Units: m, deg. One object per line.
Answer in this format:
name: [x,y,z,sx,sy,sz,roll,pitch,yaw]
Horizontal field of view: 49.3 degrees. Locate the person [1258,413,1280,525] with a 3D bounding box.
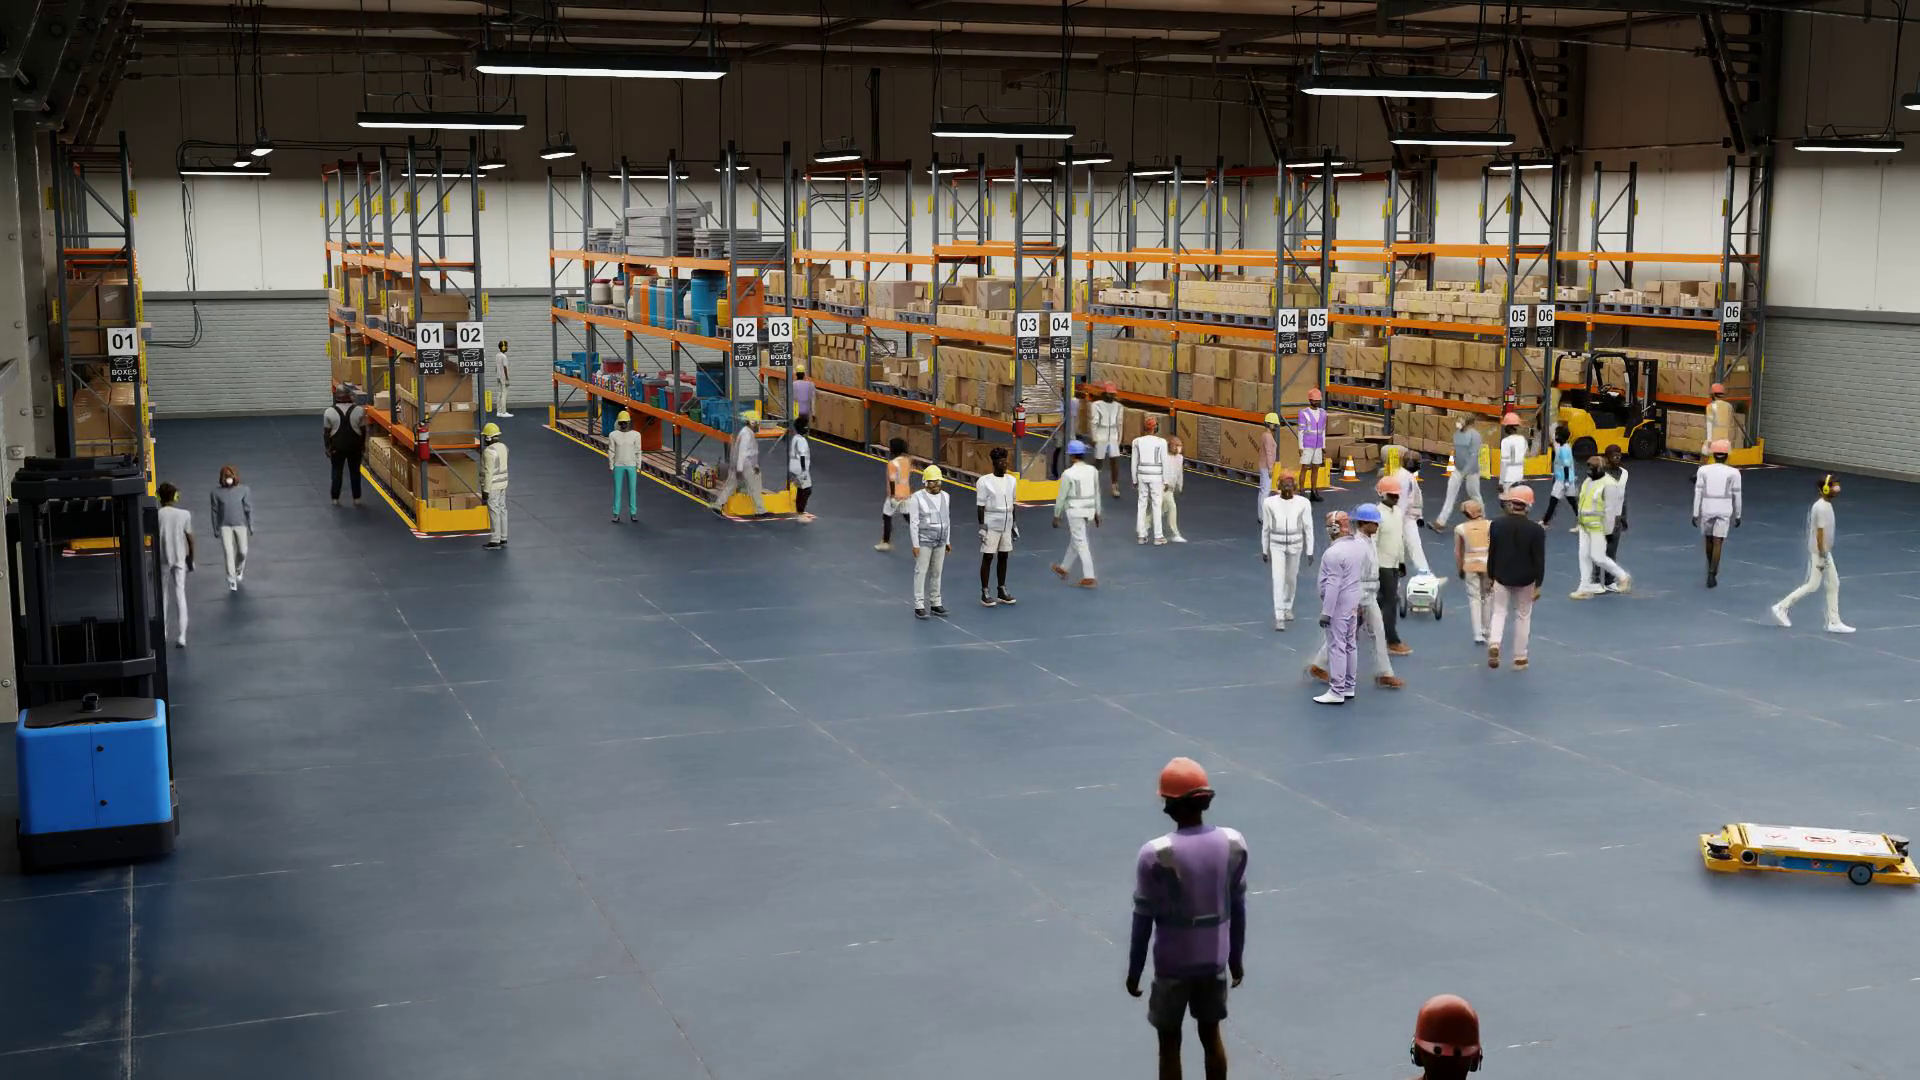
person: [4.854,-1.119,32.906,0.327,1.760,0.523,0,9,1]

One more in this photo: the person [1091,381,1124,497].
person: [2.547,-1.780,36.491,0.624,2.010,0.882,-2,9,-13]

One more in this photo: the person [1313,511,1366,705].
person: [3.716,0.655,20.605,0.408,1.903,0.638,6,10,34]

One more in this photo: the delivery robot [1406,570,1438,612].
delivery robot: [5.582,0.600,25.266,0.477,0.478,0.707,2,9,15]

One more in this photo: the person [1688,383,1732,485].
person: [13.483,-1.856,37.401,0.555,1.881,1.004,-3,9,-17]

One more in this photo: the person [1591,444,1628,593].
person: [8.292,-0.282,26.827,0.589,1.912,0.376,-5,10,-28]

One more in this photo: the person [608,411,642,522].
person: [-5.310,-1.173,33.239,0.525,1.769,0.327,-1,9,-8]

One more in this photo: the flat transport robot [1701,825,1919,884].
flat transport robot: [6.204,2.280,15.320,1.431,0.197,0.652,2,9,15]

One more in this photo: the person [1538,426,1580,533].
person: [9.166,-0.921,31.930,0.894,1.642,0.550,3,9,18]

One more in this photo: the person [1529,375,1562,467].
person: [11.476,-2.329,40.915,0.628,1.788,0.996,-3,9,-21]

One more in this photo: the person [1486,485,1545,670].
person: [5.821,0.409,21.981,0.628,1.978,0.717,5,10,28]

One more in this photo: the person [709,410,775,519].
person: [-3.530,-1.198,33.509,1.020,1.757,0.579,-2,9,-14]

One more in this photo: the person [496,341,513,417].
person: [-11.237,-3.962,51.494,0.310,1.868,0.532,-6,11,-36]

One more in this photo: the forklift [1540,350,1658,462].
forklift: [12.897,-2.725,42.309,2.313,2.155,1.214,-3,9,-21]

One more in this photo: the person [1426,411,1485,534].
person: [7.633,-1.016,31.839,1.057,1.876,0.629,-5,10,-31]

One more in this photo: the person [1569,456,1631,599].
person: [8.048,-0.161,26.315,0.650,1.822,0.633,-2,9,-14]

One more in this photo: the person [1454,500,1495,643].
person: [5.873,0.343,23.696,0.572,1.588,0.763,2,9,12]

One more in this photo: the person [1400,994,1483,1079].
person: [1.693,2.578,7.461,0.611,1.997,0.375,2,9,11]

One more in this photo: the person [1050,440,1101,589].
person: [1.469,-0.354,27.329,0.640,1.892,1.010,-8,12,-43]

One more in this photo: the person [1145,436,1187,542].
person: [3.046,-0.785,31.247,0.809,1.582,0.521,7,11,40]

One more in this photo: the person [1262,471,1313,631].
person: [3.840,0.087,24.621,0.590,1.837,0.998,1,9,5]

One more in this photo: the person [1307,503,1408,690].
person: [4.022,0.557,21.270,1.003,1.904,0.635,5,10,29]

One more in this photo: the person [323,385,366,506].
person: [-10.347,-1.589,35.241,0.693,2.000,0.536,-3,9,-19]

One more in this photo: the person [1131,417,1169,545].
person: [2.810,-0.877,30.881,0.572,1.883,0.358,4,10,28]

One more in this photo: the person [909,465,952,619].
person: [-0.336,0.011,25.119,0.589,1.835,0.404,-7,11,-38]

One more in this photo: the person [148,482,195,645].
person: [-8.900,0.248,23.597,0.557,1.815,0.983,-6,10,-33]

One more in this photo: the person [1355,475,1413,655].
person: [4.636,0.248,23.105,0.810,1.969,0.620,6,11,36]

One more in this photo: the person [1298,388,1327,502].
person: [6.010,-1.616,35.621,0.547,1.938,0.379,-4,9,-24]

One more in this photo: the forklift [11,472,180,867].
forklift: [-6.630,0.886,15.957,1.129,2.768,1.873,-3,9,-21]

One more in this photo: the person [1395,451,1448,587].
person: [5.848,-0.257,27.009,0.936,1.794,0.632,2,9,11]

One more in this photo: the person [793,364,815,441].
person: [-3.218,-2.606,42.364,0.590,1.907,0.746,-2,9,-13]

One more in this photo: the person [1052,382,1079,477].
person: [1.927,-2.070,38.777,0.544,1.906,0.902,-2,9,-11]

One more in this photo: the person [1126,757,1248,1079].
person: [1.148,2.096,10.570,0.624,2.030,0.426,-3,9,-21]

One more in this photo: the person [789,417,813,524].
person: [-2.497,-1.091,32.926,0.357,1.690,0.571,-3,9,-17]

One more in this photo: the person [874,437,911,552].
person: [-0.836,-0.650,30.057,0.829,1.665,0.532,5,10,32]

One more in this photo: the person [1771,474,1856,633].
person: [9.935,0.137,24.283,0.865,1.842,0.526,5,10,32]

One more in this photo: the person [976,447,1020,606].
person: [0.472,-0.177,25.932,0.603,1.967,0.366,-6,11,-36]

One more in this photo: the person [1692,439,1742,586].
person: [9.964,-0.376,27.499,0.570,1.886,0.996,5,10,29]

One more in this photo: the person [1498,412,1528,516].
person: [8.191,-0.934,31.123,0.552,1.942,0.460,-8,11,-41]

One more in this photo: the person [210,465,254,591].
person: [-9.409,-0.178,27.075,0.516,1.618,0.546,-3,9,-21]

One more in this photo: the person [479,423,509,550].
person: [-6.786,-0.788,30.450,0.403,1.834,0.588,2,9,13]
